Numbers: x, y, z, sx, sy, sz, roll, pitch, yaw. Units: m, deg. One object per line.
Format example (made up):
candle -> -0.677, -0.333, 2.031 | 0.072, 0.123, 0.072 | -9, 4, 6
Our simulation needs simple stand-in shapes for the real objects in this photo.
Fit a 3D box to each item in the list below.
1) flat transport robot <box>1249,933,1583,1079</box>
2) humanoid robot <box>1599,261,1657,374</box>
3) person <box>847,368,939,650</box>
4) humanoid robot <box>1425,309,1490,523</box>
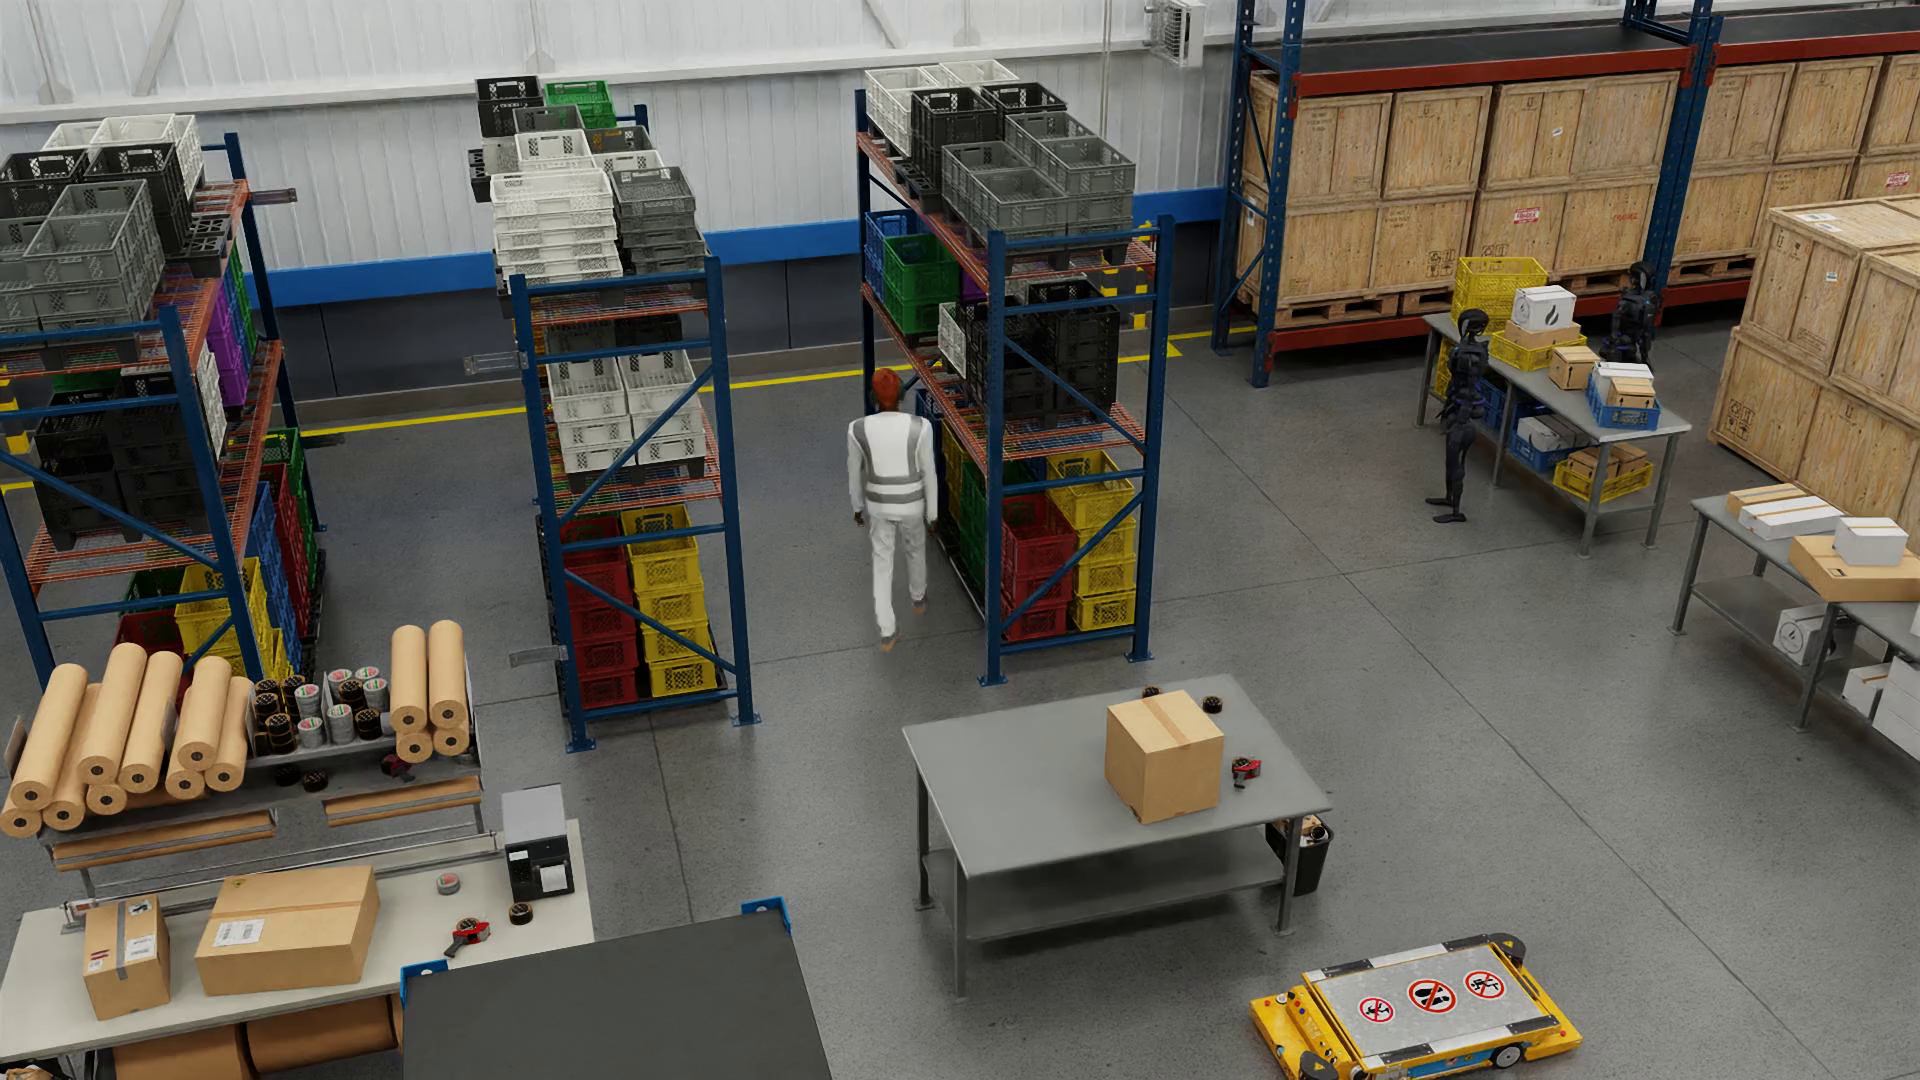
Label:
flat transport robot -> 2.184, 2.282, 7.980 | 1.431, 0.197, 0.652 | -8, 30, -14
humanoid robot -> 5.303, -1.421, 13.270 | 0.585, 1.657, 0.327 | -21, 35, -33
person -> -0.426, -0.241, 10.986 | 0.609, 1.828, 0.892 | 1, 29, 2
humanoid robot -> 3.712, -0.935, 12.386 | 0.315, 1.657, 0.607 | 2, 29, 4
